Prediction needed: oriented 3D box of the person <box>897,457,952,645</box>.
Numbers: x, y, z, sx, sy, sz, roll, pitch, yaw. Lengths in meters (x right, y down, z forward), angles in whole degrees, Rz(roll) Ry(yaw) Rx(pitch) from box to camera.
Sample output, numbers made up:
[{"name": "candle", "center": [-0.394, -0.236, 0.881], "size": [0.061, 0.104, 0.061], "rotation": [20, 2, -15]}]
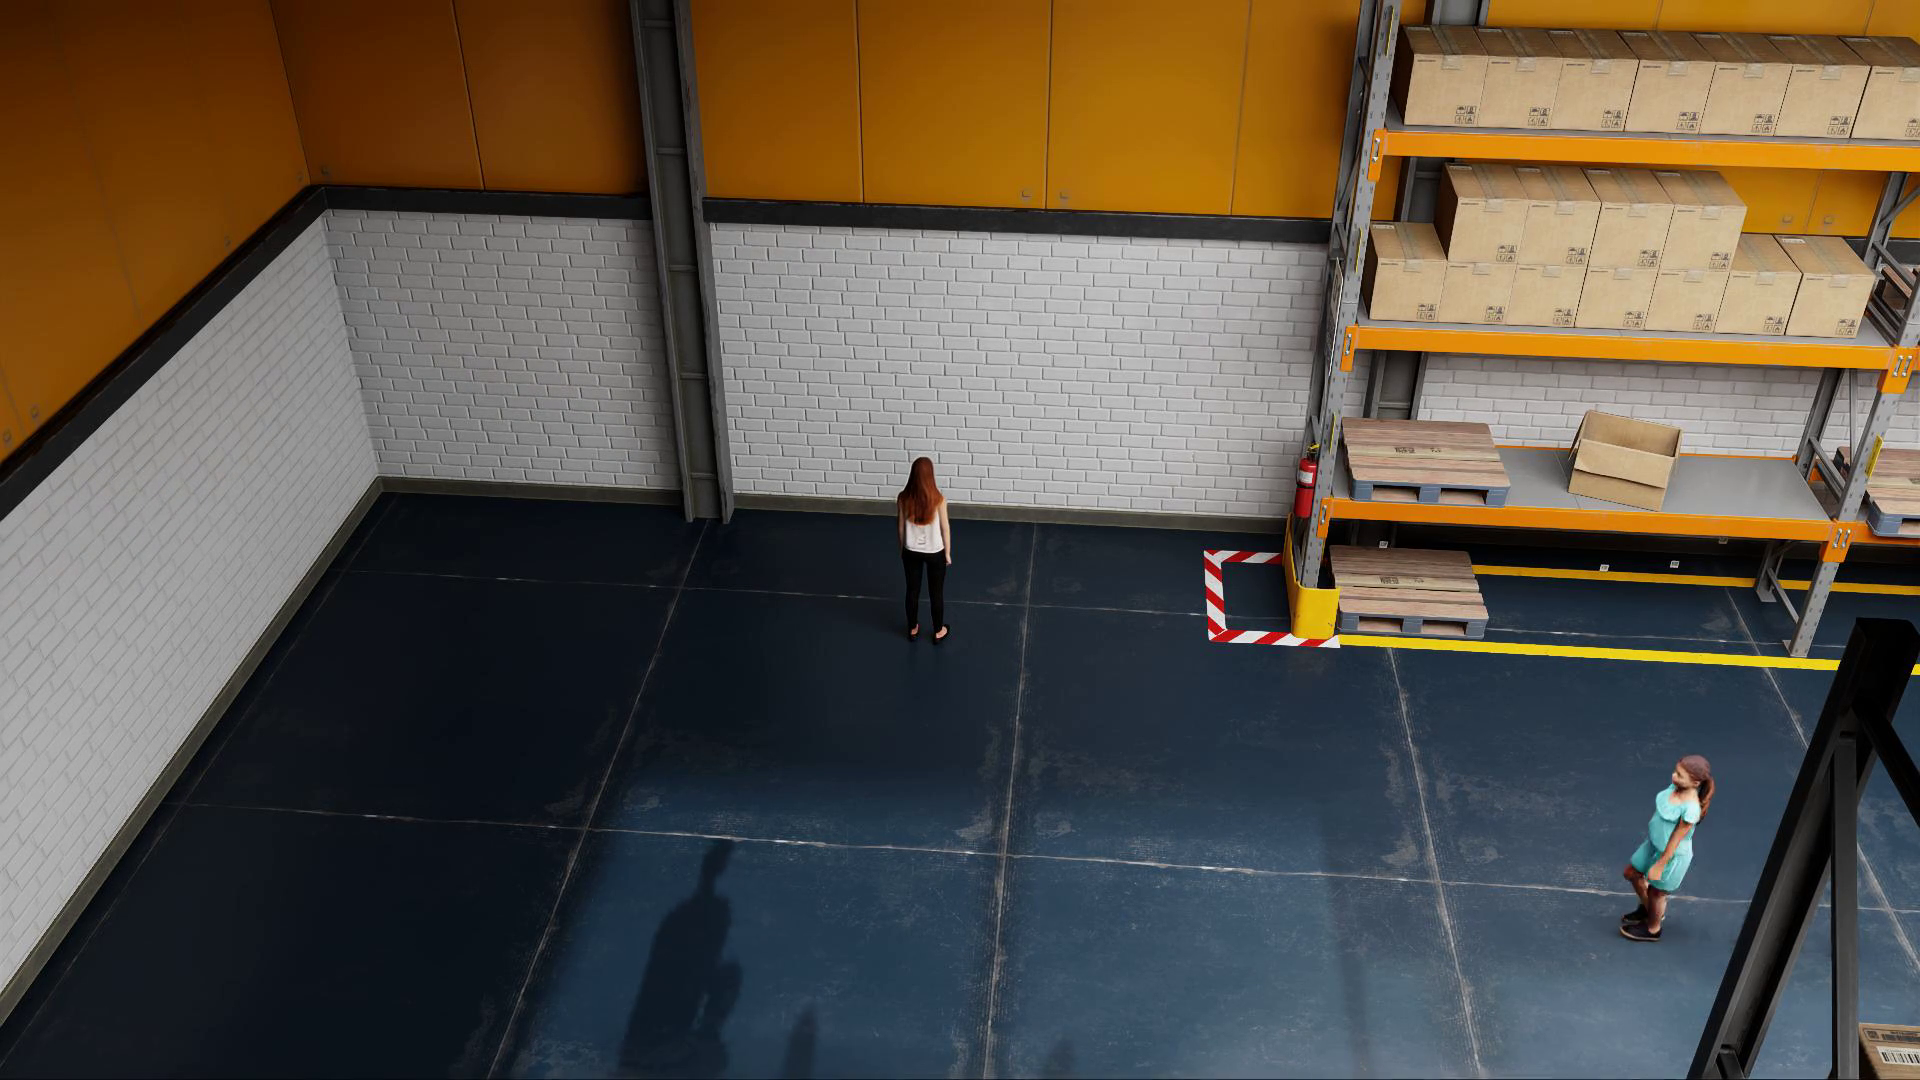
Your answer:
[{"name": "person", "center": [-0.285, 0.089, 13.306], "size": [0.474, 1.722, 0.654], "rotation": [7, 34, 10]}]

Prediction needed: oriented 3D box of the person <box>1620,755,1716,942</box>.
[{"name": "person", "center": [4.579, 1.991, 10.599], "size": [0.559, 1.549, 0.542], "rotation": [4, 34, 6]}]
